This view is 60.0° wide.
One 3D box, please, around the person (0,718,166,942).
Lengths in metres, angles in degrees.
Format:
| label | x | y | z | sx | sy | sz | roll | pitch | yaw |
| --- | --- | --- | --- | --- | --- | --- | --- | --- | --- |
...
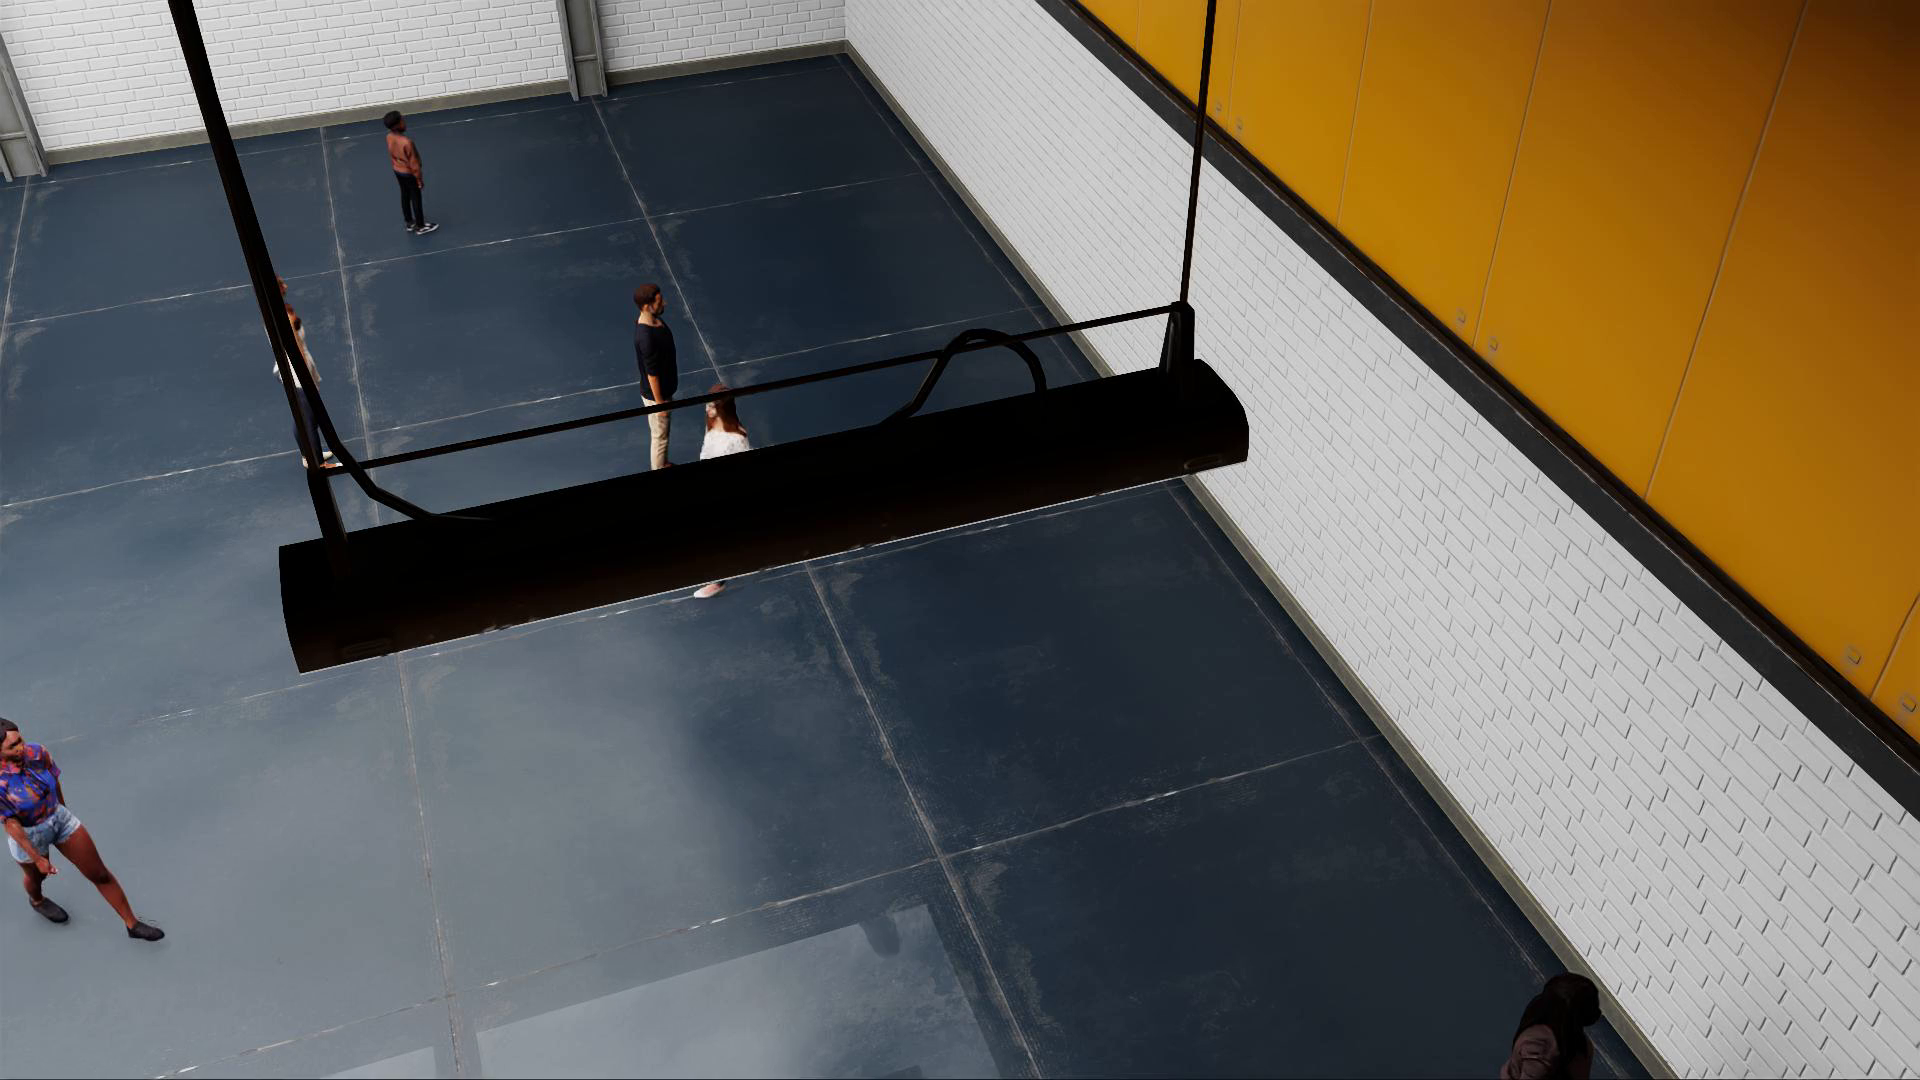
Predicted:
| label | x | y | z | sx | sy | sz | roll | pitch | yaw |
| --- | --- | --- | --- | --- | --- | --- | --- | --- | --- |
| person | -5.255 | 1.663 | 9.414 | 1.173 | 1.695 | 1.111 | 16 | 41 | 19 |

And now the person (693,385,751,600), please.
| label | x | y | z | sx | sy | sz | roll | pitch | yaw |
| --- | --- | --- | --- | --- | --- | --- | --- | --- | --- |
| person | -1.561 | -0.434 | 12.037 | 1.061 | 1.699 | 0.782 | -24 | 44 | -27 |

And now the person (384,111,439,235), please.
| label | x | y | z | sx | sy | sz | roll | pitch | yaw |
| --- | --- | --- | --- | --- | --- | --- | --- | --- | --- |
| person | -5.458 | -3.627 | 16.392 | 0.591 | 1.254 | 0.622 | 23 | 44 | 26 |

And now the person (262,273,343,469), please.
| label | x | y | z | sx | sy | sz | roll | pitch | yaw |
| --- | --- | --- | --- | --- | --- | --- | --- | --- | --- |
| person | -5.225 | -1.296 | 13.048 | 0.637 | 1.785 | 0.650 | -28 | 47 | -31 |

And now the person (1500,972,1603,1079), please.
| label | x | y | z | sx | sy | sz | roll | pitch | yaw |
| --- | --- | --- | --- | --- | --- | --- | --- | --- | --- |
| person | 2.720 | 2.696 | 8.008 | 0.814 | 1.837 | 0.751 | 17 | 42 | 20 |

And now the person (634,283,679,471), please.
| label | x | y | z | sx | sy | sz | roll | pitch | yaw |
| --- | --- | --- | --- | --- | --- | --- | --- | --- | --- |
| person | -2.339 | -1.162 | 12.823 | 0.617 | 1.856 | 0.677 | -3 | 39 | -4 |
